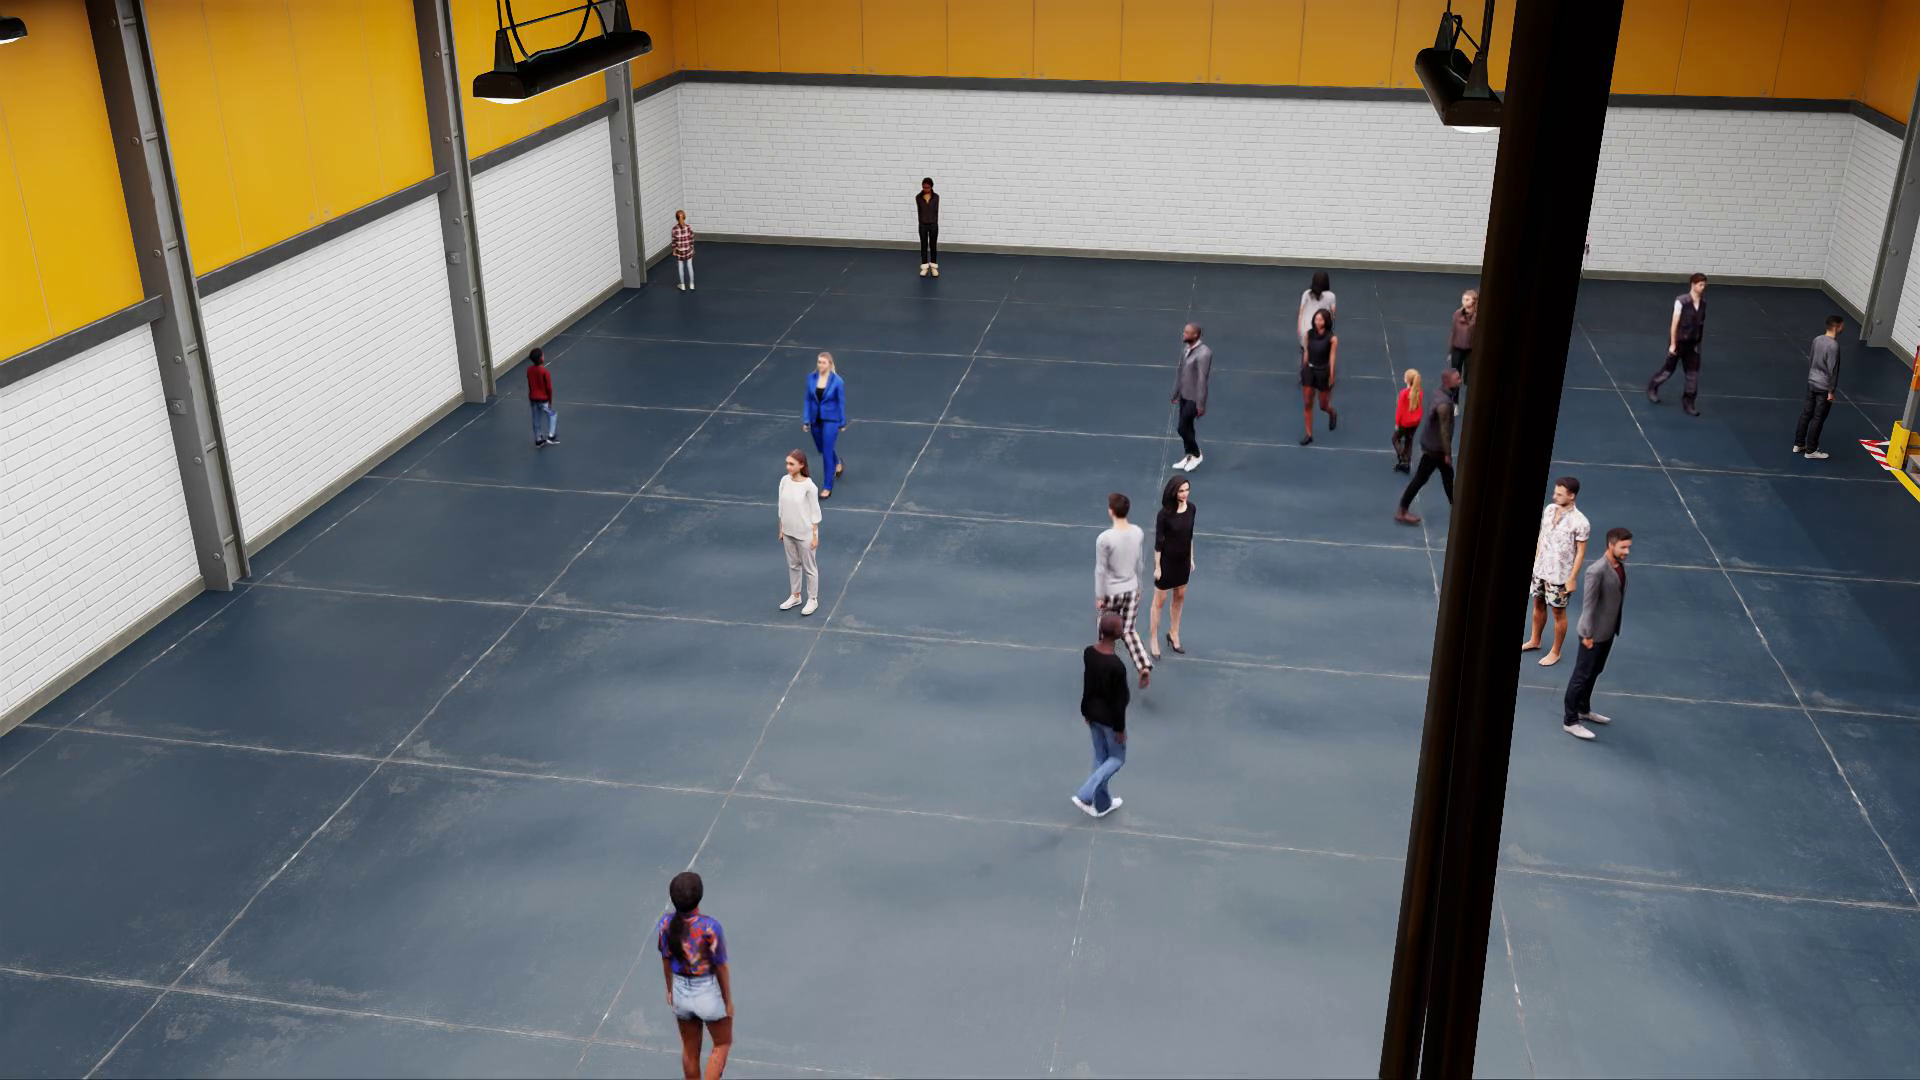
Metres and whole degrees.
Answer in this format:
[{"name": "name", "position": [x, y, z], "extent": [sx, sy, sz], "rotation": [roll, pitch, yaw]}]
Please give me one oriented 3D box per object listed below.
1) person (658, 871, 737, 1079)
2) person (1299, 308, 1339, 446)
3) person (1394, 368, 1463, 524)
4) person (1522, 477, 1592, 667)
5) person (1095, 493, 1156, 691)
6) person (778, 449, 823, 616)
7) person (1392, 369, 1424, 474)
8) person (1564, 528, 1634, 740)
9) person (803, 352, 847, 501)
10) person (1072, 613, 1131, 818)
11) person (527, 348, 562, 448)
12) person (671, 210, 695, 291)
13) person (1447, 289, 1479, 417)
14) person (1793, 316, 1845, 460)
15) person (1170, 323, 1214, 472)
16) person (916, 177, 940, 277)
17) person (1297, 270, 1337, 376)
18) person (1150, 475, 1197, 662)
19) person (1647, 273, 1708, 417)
[{"name": "person", "position": [-1.557, 2.738, 9.702], "extent": [0.669, 1.733, 0.748], "rotation": [6, 24, 14]}, {"name": "person", "position": [4.473, -2.035, 20.635], "extent": [0.829, 1.722, 0.987], "rotation": [17, 29, 34]}, {"name": "person", "position": [5.112, -0.999, 18.187], "extent": [0.866, 1.784, 1.115], "rotation": [6, 24, 14]}, {"name": "person", "position": [5.486, 0.252, 15.287], "extent": [0.812, 1.815, 0.714], "rotation": [-11, 26, -24]}, {"name": "person", "position": [1.449, 0.491, 14.719], "extent": [0.947, 1.831, 1.070], "rotation": [-11, 26, -23]}, {"name": "person", "position": [-1.564, -0.092, 16.234], "extent": [0.667, 1.687, 0.637], "rotation": [13, 27, 27]}, {"name": "person", "position": [5.348, -1.381, 19.701], "extent": [0.612, 1.272, 0.657], "rotation": [-10, 25, -21]}, {"name": "person", "position": [5.402, 0.747, 14.083], "extent": [0.844, 1.871, 0.744], "rotation": [21, 31, 39]}, {"name": "person", "position": [-1.517, -1.363, 19.159], "extent": [0.754, 1.673, 1.115], "rotation": [9, 25, 19]}, {"name": "person", "position": [1.050, 1.396, 12.771], "extent": [0.906, 1.734, 0.840], "rotation": [-17, 29, -34]}, {"name": "person", "position": [-5.217, -1.738, 20.552], "extent": [0.532, 1.245, 0.525], "rotation": [7, 25, 15]}, {"name": "person", "position": [-4.565, -4.791, 27.465], "extent": [0.590, 1.302, 0.609], "rotation": [-8, 25, -17]}, {"name": "person", "position": [6.587, -2.426, 21.570], "extent": [0.831, 1.689, 0.938], "rotation": [18, 30, 36]}, {"name": "person", "position": [10.470, -1.874, 20.217], "extent": [0.745, 1.761, 0.593], "rotation": [-4, 24, -9]}, {"name": "person", "position": [2.831, -1.694, 19.749], "extent": [0.918, 1.807, 0.769], "rotation": [-7, 25, -15]}, {"name": "person", "position": [-0.539, -5.351, 28.299], "extent": [0.615, 1.659, 0.669], "rotation": [1, 24, 2]}, {"name": "person", "position": [4.835, -2.861, 22.686], "extent": [0.695, 1.591, 0.753], "rotation": [8, 25, 18]}, {"name": "person", "position": [1.965, 0.236, 15.335], "extent": [0.650, 1.805, 0.687], "rotation": [-12, 27, -26]}, {"name": "person", "position": [9.430, -2.594, 21.788], "extent": [0.904, 1.823, 1.197], "rotation": [-4, 24, -9]}]
